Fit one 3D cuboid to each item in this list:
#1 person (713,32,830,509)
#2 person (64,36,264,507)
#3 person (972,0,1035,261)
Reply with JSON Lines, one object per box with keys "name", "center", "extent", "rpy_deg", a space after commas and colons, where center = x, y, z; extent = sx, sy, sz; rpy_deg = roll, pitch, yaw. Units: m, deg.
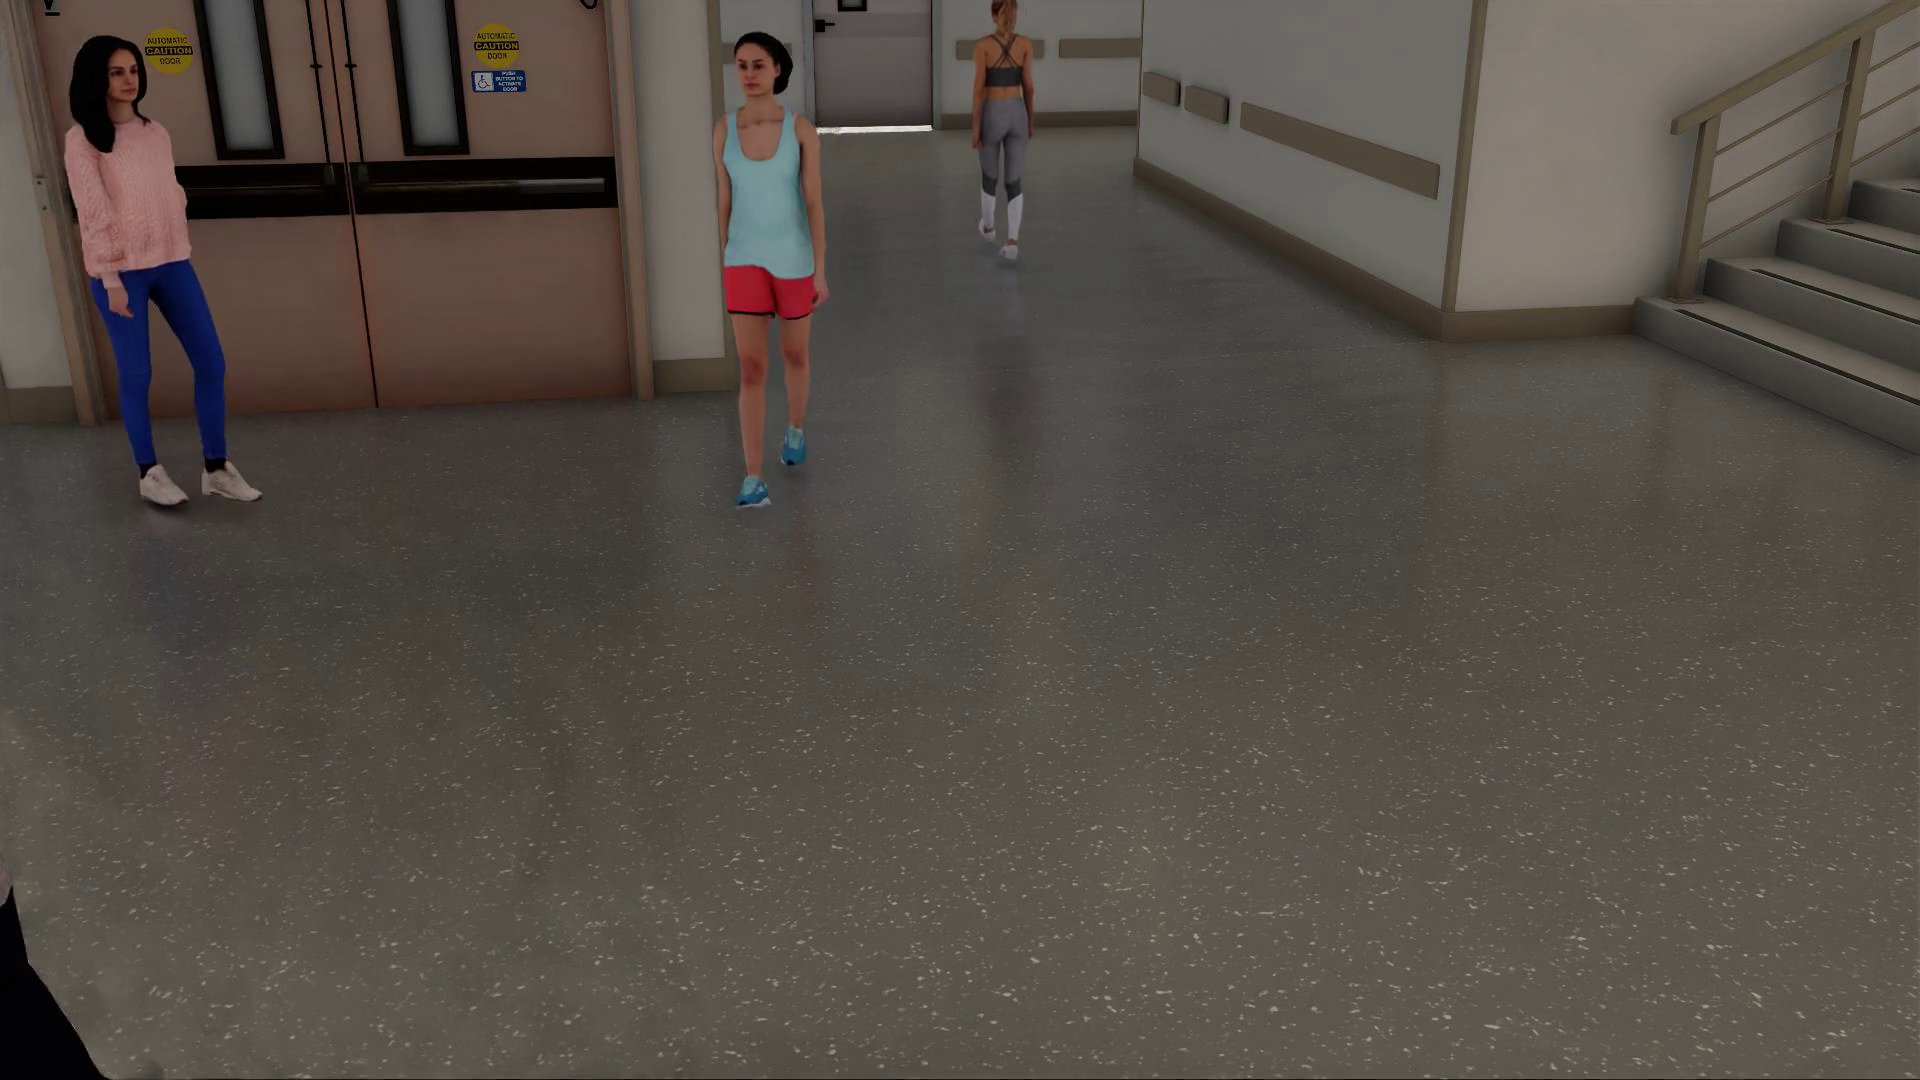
{"name": "person", "center": [-0.696, -1.024, 6.410], "extent": [1.185, 1.717, 0.861], "rpy_deg": [2, 21, 4]}
{"name": "person", "center": [-3.105, -0.965, 6.207], "extent": [0.928, 1.749, 0.865], "rpy_deg": [14, 25, 32]}
{"name": "person", "center": [0.299, -2.612, 10.689], "extent": [1.047, 1.656, 0.642], "rpy_deg": [-3, 21, -9]}
